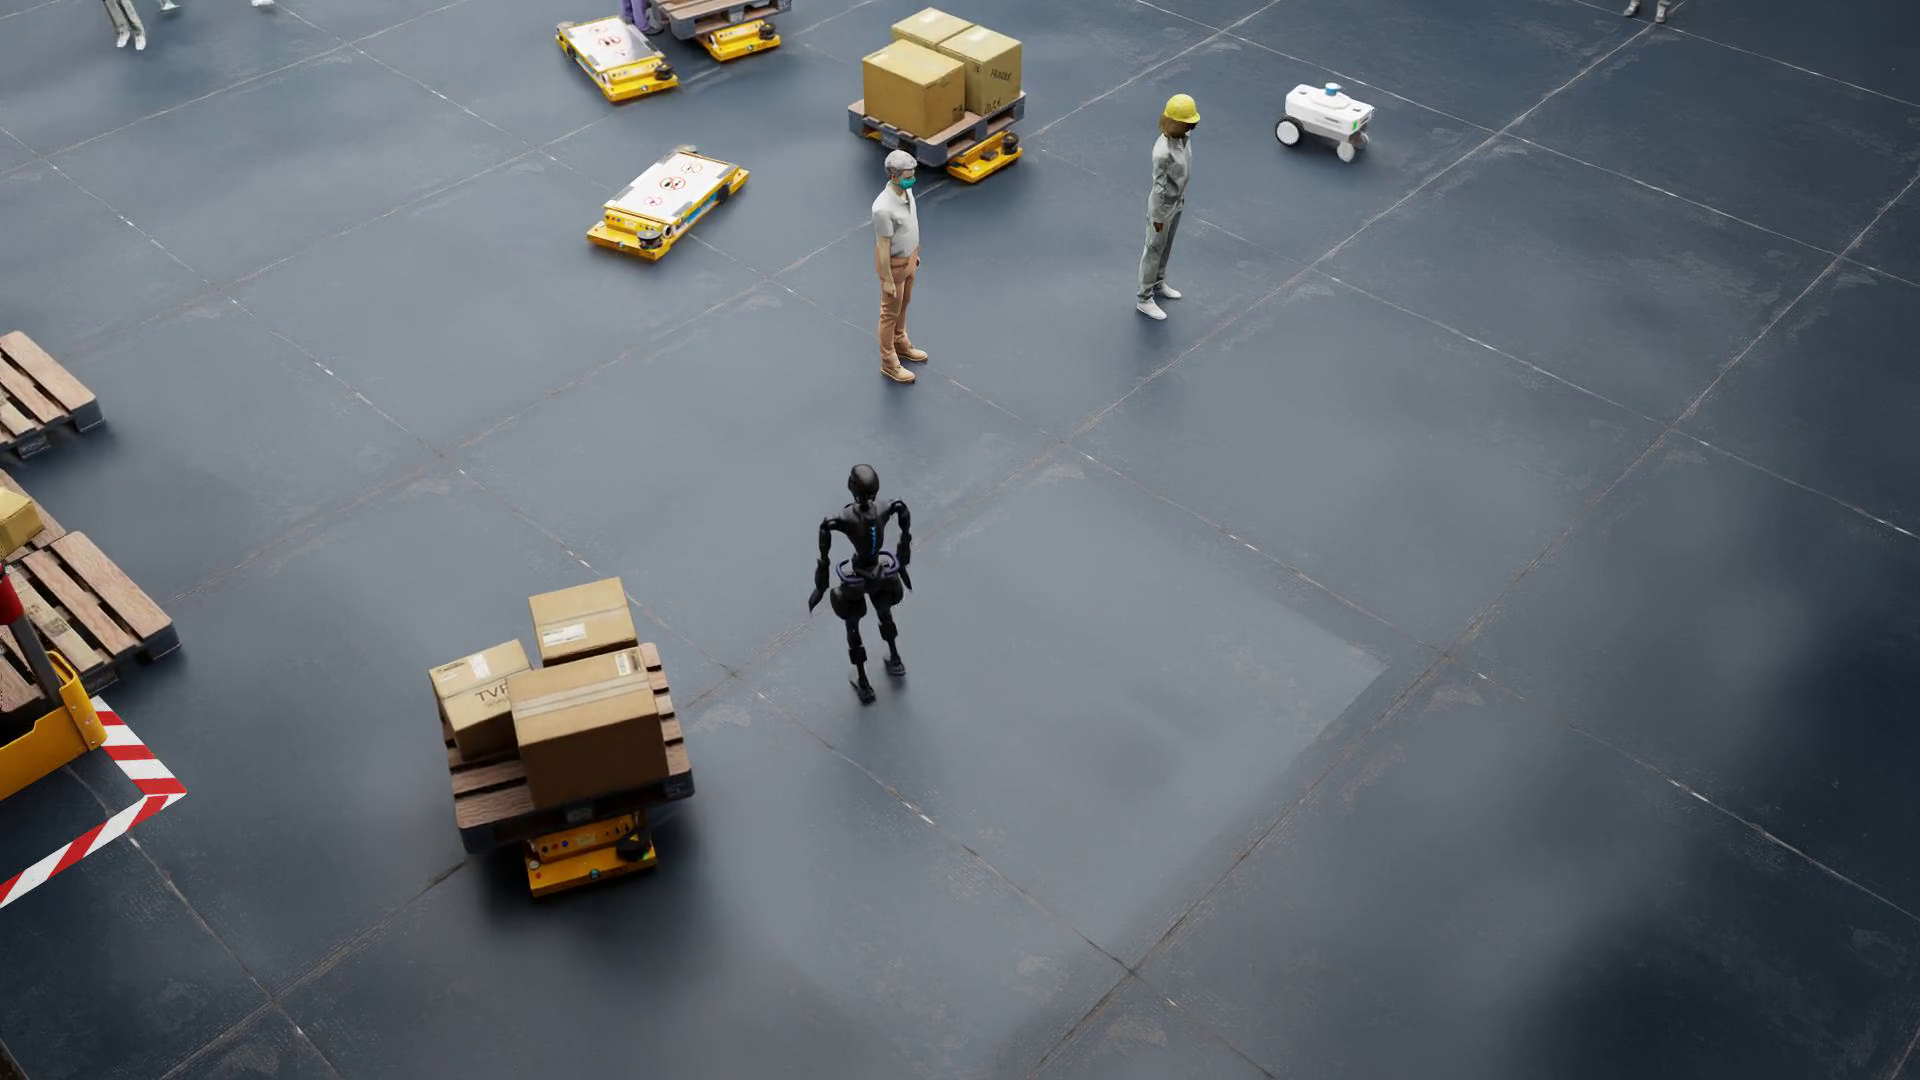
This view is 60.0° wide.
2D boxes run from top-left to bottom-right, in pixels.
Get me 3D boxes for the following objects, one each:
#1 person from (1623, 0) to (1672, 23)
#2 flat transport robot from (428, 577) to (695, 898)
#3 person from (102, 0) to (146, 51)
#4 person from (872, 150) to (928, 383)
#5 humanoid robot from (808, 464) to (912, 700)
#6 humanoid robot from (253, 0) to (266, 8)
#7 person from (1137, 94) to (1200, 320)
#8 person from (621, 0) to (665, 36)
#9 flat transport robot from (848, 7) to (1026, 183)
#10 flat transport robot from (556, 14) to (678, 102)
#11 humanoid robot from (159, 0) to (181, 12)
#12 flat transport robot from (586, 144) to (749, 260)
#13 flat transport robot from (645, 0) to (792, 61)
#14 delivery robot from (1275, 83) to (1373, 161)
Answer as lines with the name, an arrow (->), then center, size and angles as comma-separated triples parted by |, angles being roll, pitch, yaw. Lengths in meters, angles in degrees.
person -> 6.806, -5.901, 15.915 | 0.566, 1.835, 0.377 | 18, 45, 19
flat transport robot -> -2.130, 1.273, 9.112 | 0.659, 0.231, 1.431 | -13, 44, -14
person -> -7.996, -5.332, 15.437 | 0.531, 1.624, 0.492 | -4, 42, -5
person -> -0.420, -1.911, 11.551 | 0.321, 1.739, 0.471 | 14, 44, 16
humanoid robot -> -0.548, 0.221, 9.224 | 0.599, 1.656, 0.387 | -16, 45, -17
humanoid robot -> -6.975, -5.966, 16.076 | 0.567, 1.757, 0.947 | -13, 44, -14
person -> 1.536, -2.451, 12.148 | 0.321, 1.742, 0.491 | 19, 45, 20
person -> -3.123, -5.666, 15.653 | 0.380, 1.836, 0.563 | -25, 48, -26
flat transport robot -> -0.210, -3.523, 14.442 | 1.431, 0.231, 0.659 | 30, 50, 29
flat transport robot -> -3.230, -4.538, 15.570 | 0.659, 0.231, 1.431 | -21, 46, -22
humanoid robot -> -7.889, -5.958, 16.089 | 0.557, 1.746, 0.991 | -16, 44, -17
flat transport robot -> -2.377, -2.780, 13.616 | 0.659, 0.231, 1.431 | 18, 45, 19
flat transport robot -> -2.381, -5.073, 16.165 | 0.659, 0.231, 1.431 | -24, 47, -24
delivery robot -> 3.167, -3.656, 14.366 | 0.774, 0.581, 0.499 | 27, 48, 26
